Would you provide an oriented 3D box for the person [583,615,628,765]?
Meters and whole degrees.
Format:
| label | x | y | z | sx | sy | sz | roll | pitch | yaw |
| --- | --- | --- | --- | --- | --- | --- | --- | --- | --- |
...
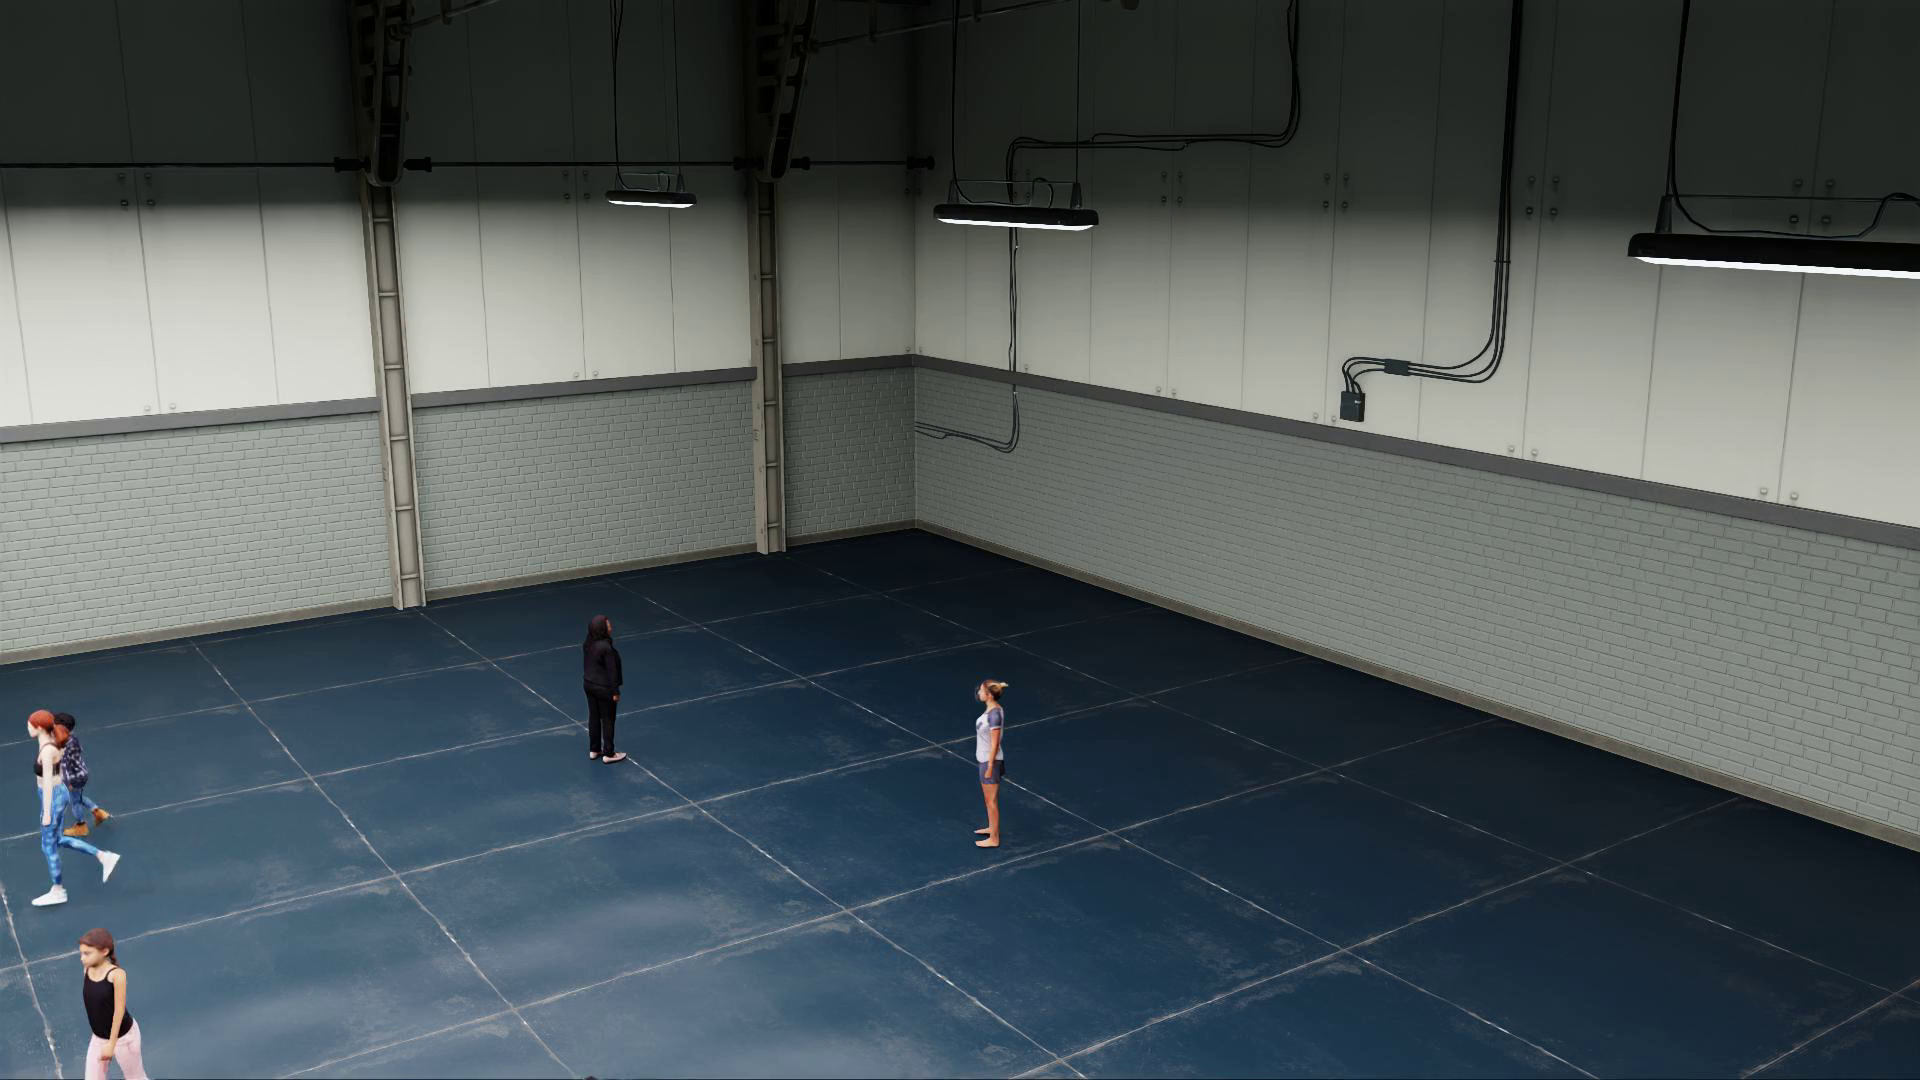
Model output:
| label | x | y | z | sx | sy | sz | roll | pitch | yaw |
| --- | --- | --- | --- | --- | --- | --- | --- | --- | --- |
| person | -3.877 | 1.602 | 17.978 | 0.723 | 1.616 | 0.709 | 11 | 17 | 38 |

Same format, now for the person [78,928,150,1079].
| label | x | y | z | sx | sy | sz | roll | pitch | yaw |
| --- | --- | --- | --- | --- | --- | --- | --- | --- | --- |
| person | -5.530 | 3.267 | 10.993 | 0.895 | 1.523 | 1.015 | 4 | 14 | 15 |

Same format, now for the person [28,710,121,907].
| label | x | y | z | sx | sy | sz | roll | pitch | yaw |
| --- | --- | --- | --- | --- | --- | --- | --- | --- | --- |
| person | -7.791 | 2.329 | 14.493 | 0.998 | 1.771 | 0.704 | -5 | 14 | -20 |

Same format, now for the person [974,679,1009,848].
| label | x | y | z | sx | sy | sz | roll | pitch | yaw |
| --- | --- | --- | --- | --- | --- | --- | --- | --- | --- |
| person | 0.295 | 2.101 | 15.804 | 0.708 | 1.625 | 0.671 | 0 | 13 | 1 |

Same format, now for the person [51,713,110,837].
| label | x | y | z | sx | sy | sz | roll | pitch | yaw |
| --- | --- | --- | --- | --- | --- | --- | --- | --- | --- |
| person | -8.495 | 2.250 | 16.009 | 0.723 | 1.242 | 0.633 | -2 | 13 | -8 |
